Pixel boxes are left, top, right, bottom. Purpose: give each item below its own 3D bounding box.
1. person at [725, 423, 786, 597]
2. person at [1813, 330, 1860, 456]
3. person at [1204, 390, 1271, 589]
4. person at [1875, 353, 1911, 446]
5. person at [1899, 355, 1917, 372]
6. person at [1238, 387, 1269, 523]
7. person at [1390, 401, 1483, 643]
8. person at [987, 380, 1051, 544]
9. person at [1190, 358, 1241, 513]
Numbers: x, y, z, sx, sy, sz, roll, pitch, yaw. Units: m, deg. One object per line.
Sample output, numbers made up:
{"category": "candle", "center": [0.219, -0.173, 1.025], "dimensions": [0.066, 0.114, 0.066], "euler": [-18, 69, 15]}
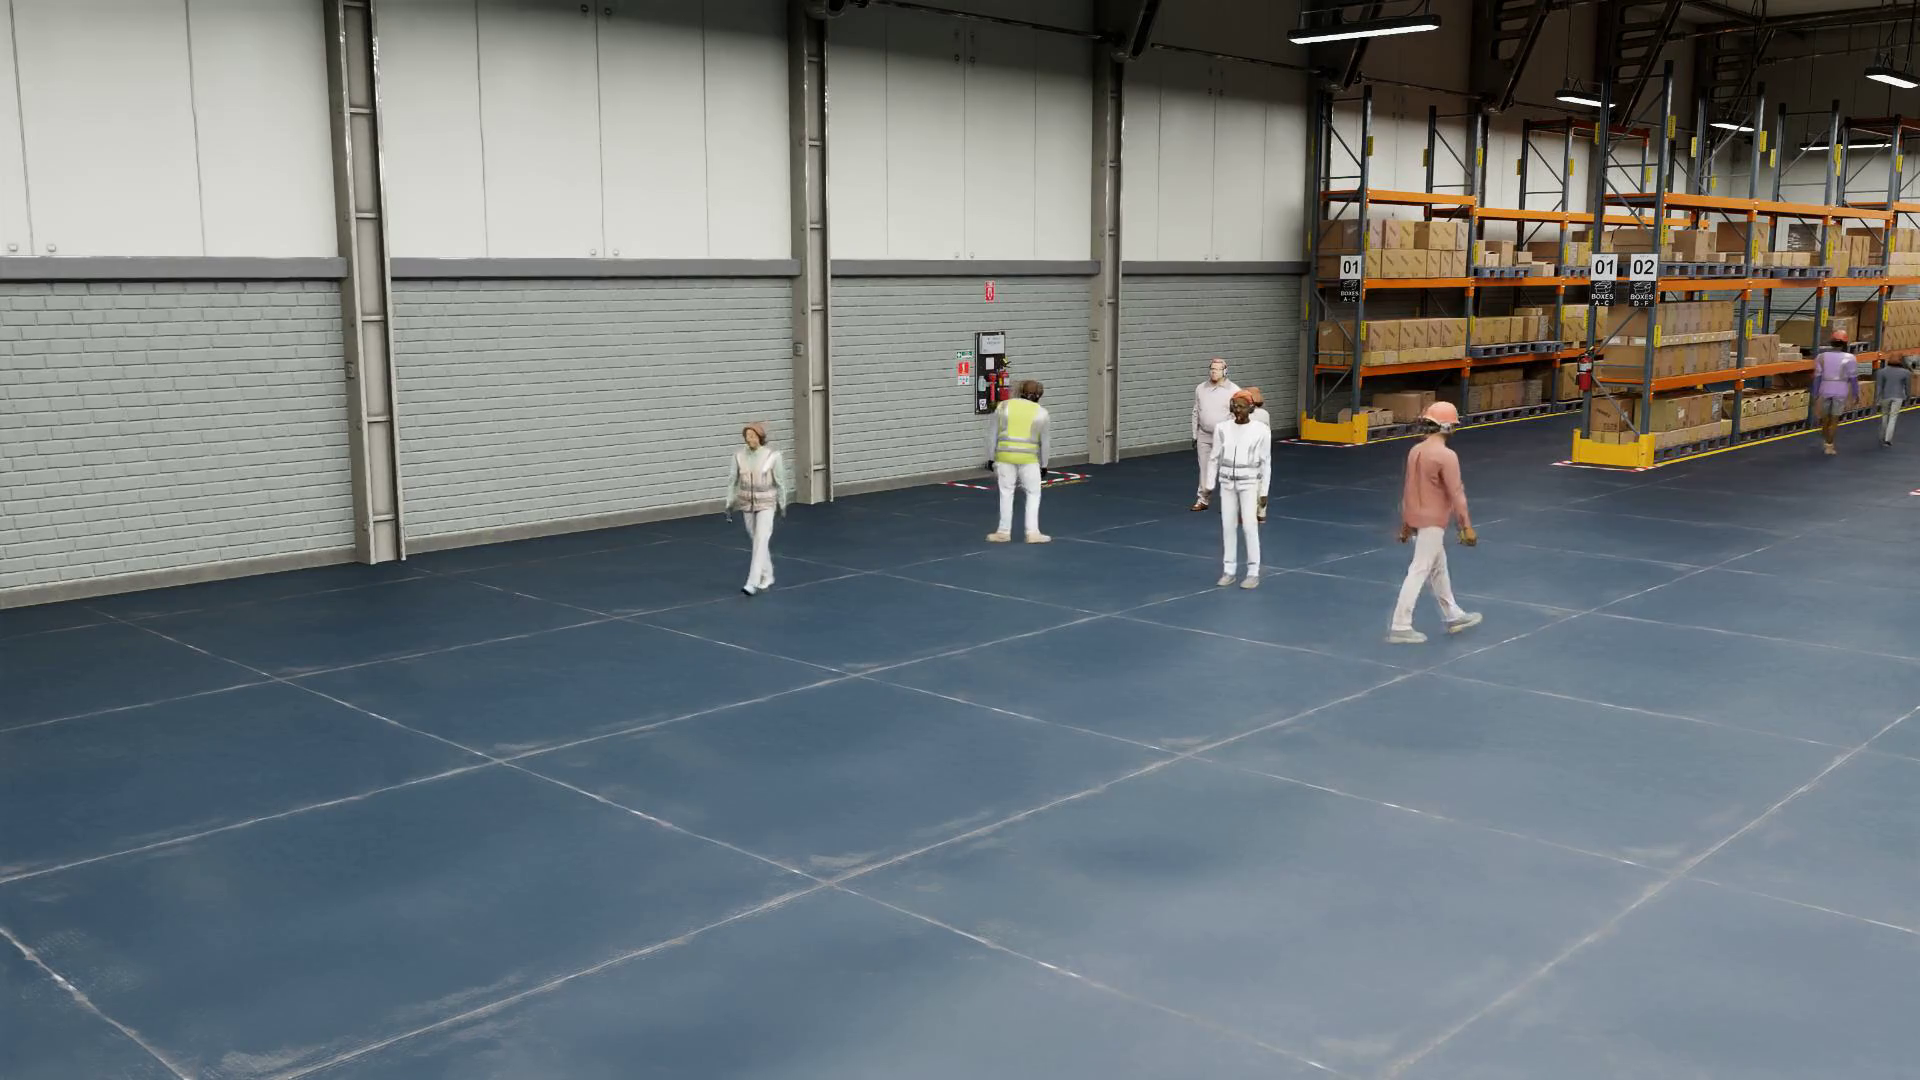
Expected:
{"category": "person", "center": [-1.914, -0.283, 15.430], "dimensions": [0.543, 1.585, 0.867], "euler": [3, 10, 19]}
{"category": "person", "center": [14.219, -2.375, 26.914], "dimensions": [0.811, 2.018, 0.624], "euler": [-7, 12, -38]}
{"category": "person", "center": [2.650, -0.488, 15.822], "dimensions": [0.589, 1.881, 0.409], "euler": [6, 11, 33]}
{"category": "person", "center": [15.913, -2.400, 28.363], "dimensions": [0.512, 1.579, 0.880], "euler": [7, 12, 37]}
{"category": "person", "center": [21.453, -4.072, 37.557], "dimensions": [0.944, 1.920, 0.604], "euler": [9, 13, 43]}
{"category": "person", "center": [3.465, -1.001, 19.735], "dimensions": [0.506, 1.623, 0.298], "euler": [-7, 11, -35]}
{"category": "person", "center": [3.924, -0.138, 13.483], "dimensions": [0.989, 1.947, 0.641], "euler": [-2, 9, -11]}
{"category": "person", "center": [0.630, -0.862, 18.354], "dimensions": [0.723, 1.806, 0.432], "euler": [1, 9, 7]}
{"category": "person", "center": [3.156, -1.290, 20.610], "dimensions": [0.642, 1.913, 0.409], "euler": [6, 11, 31]}
